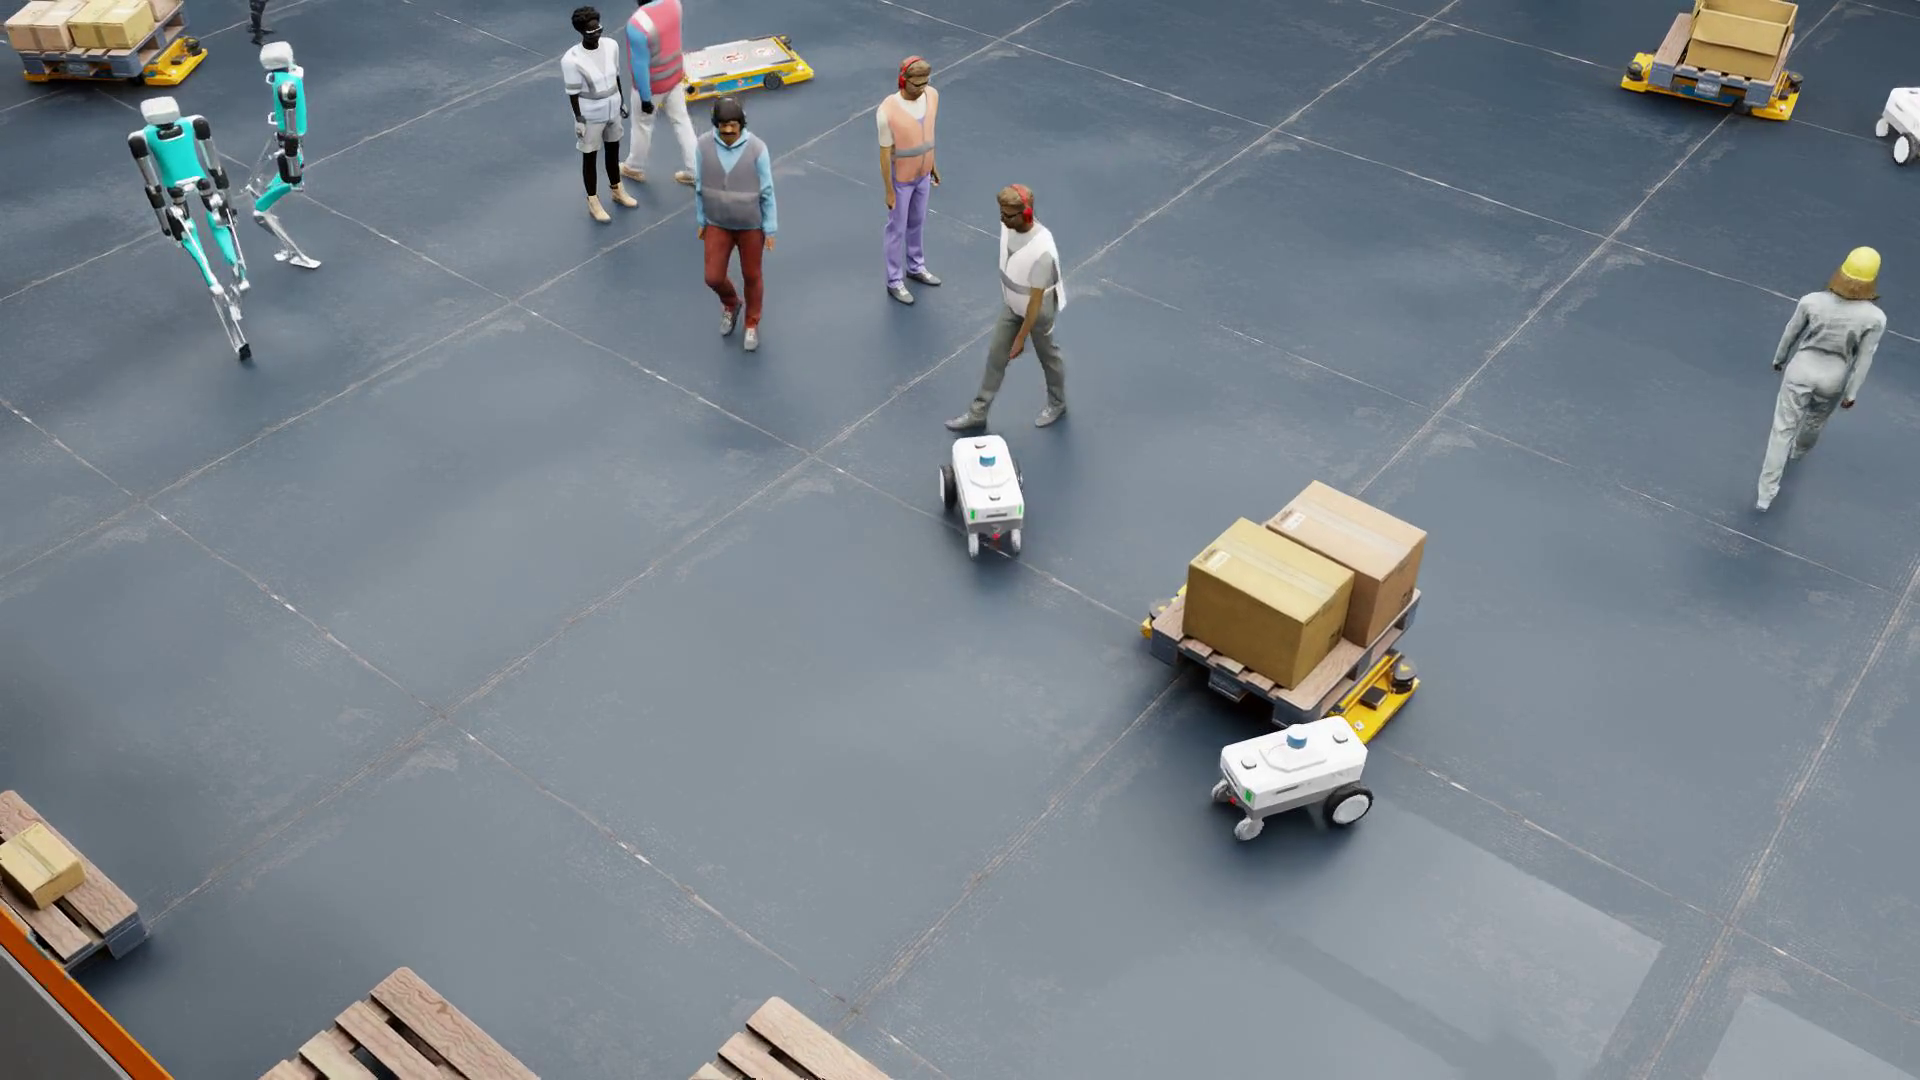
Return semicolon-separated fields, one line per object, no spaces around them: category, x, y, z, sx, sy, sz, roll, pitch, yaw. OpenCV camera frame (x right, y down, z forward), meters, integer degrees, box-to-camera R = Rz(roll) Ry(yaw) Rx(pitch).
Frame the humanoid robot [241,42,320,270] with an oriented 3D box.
humanoid robot;-5.056;-2.744;12.177;0.812;1.790;0.602;-11;42;-13

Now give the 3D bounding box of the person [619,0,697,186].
person;-2.445;-3.678;13.223;0.813;1.807;0.641;21;45;23

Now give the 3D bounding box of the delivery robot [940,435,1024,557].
delivery robot;0.167;-0.305;10.210;0.499;0.586;0.772;-6;41;-7

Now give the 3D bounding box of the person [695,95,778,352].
person;-1.518;-2.168;11.388;0.579;1.867;0.463;4;41;5

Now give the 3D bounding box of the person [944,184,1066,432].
person;0.345;-1.419;10.562;0.939;1.789;0.590;-22;45;-23

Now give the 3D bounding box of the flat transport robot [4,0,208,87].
flat transport robot;-7.754;-4.413;15.269;1.431;0.231;0.659;3;40;3

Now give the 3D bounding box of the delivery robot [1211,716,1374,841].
delivery robot;1.693;1.176;8.470;0.793;0.590;0.499;-13;42;-15

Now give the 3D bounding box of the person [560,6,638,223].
person;-2.789;-3.306;12.863;0.322;1.697;0.532;29;48;30

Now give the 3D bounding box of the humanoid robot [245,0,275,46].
humanoid robot;-6.593;-5.386;15.325;0.395;1.637;0.612;-6;41;-7

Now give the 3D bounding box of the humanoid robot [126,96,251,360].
humanoid robot;-5.159;-2.094;11.450;0.542;1.804;0.951;-25;46;-27

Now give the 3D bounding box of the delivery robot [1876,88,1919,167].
delivery robot;8.085;-3.503;13.969;0.499;0.582;0.773;-2;40;-2

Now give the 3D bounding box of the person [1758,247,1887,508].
person;5.268;-1.059;10.210;0.509;1.694;0.875;20;44;22

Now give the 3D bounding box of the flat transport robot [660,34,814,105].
flat transport robot;-2.113;-4.260;15.089;1.431;0.231;0.659;-17;43;-19

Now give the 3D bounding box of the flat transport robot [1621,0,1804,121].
flat transport robot;6.742;-4.106;14.908;1.431;0.231;0.659;20;44;22

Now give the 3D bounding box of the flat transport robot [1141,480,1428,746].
flat transport robot;1.792;0.620;9.349;1.431;0.231;0.659;29;48;30

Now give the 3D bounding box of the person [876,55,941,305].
person;-0.368;-2.609;11.936;0.396;1.837;0.563;29;48;30
